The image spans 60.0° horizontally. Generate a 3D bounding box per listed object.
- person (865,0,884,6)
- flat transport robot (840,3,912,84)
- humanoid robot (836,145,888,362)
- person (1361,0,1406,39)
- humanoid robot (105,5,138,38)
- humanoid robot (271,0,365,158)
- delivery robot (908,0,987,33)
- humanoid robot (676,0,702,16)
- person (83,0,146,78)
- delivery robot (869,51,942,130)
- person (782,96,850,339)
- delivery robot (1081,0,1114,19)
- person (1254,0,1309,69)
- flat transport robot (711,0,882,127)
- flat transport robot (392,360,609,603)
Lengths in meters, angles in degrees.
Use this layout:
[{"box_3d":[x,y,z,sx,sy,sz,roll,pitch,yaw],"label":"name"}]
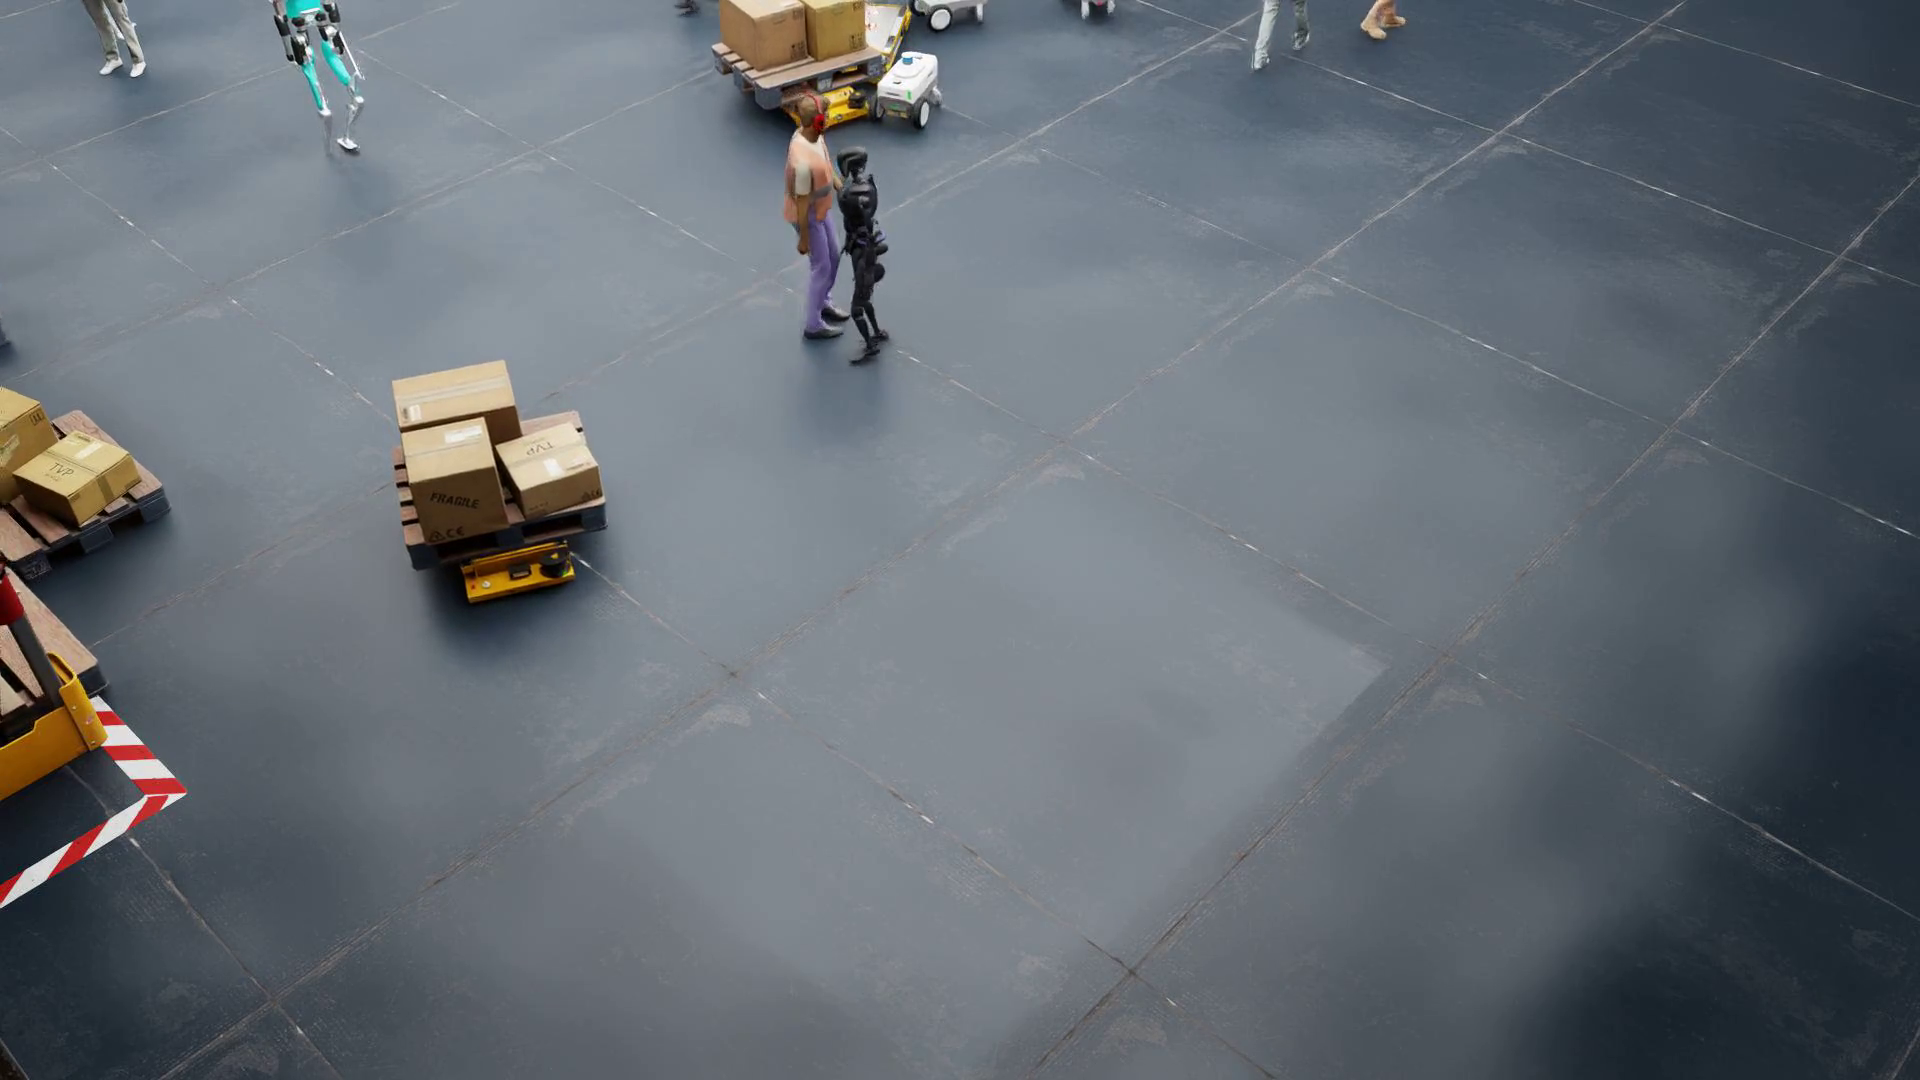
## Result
[{"box_3d":[-0.567,-5.909,15.953,0.895,1.797,0.571,-10,43,-11],"label":"person"},{"box_3d":[-0.901,-4.750,15.806,0.659,0.231,1.431,6,42,6],"label":"flat transport robot"},{"box_3d":[-0.672,-2.050,11.757,0.350,1.652,0.610,-13,44,-14],"label":"humanoid robot"},{"box_3d":[4.130,-5.593,15.651,0.404,1.725,0.601,3,42,4],"label":"person"},{"box_3d":[-8.191,-5.542,15.612,0.742,1.803,0.554,16,44,17],"label":"humanoid robot"},{"box_3d":[-5.315,-4.041,13.974,0.555,1.842,0.784,-29,50,-29],"label":"humanoid robot"},{"box_3d":[-0.090,-5.338,16.224,0.733,0.566,0.503,-17,45,-18],"label":"delivery robot"},{"box_3d":[-2.727,-5.877,16.007,0.322,1.644,0.612,4,42,4],"label":"humanoid robot"},{"box_3d":[-7.804,-4.994,15.052,0.516,1.636,0.311,8,43,9],"label":"person"},{"box_3d":[-0.463,-4.011,14.782,0.525,0.610,0.781,14,44,15],"label":"delivery robot"},{"box_3d":[-1.002,-2.330,11.966,0.547,1.807,0.576,0,42,0],"label":"person"},{"box_3d":[1.285,-5.561,16.487,0.499,0.586,0.773,-10,43,-11],"label":"delivery robot"},{"box_3d":[3.032,-5.228,15.279,0.478,1.679,0.896,18,45,19],"label":"person"},{"box_3d":[-1.465,-4.156,15.145,0.659,0.231,1.431,-24,47,-24],"label":"flat transport robot"},{"box_3d":[-2.934,-0.182,10.728,0.659,0.231,1.431,-13,44,-14],"label":"flat transport robot"}]
